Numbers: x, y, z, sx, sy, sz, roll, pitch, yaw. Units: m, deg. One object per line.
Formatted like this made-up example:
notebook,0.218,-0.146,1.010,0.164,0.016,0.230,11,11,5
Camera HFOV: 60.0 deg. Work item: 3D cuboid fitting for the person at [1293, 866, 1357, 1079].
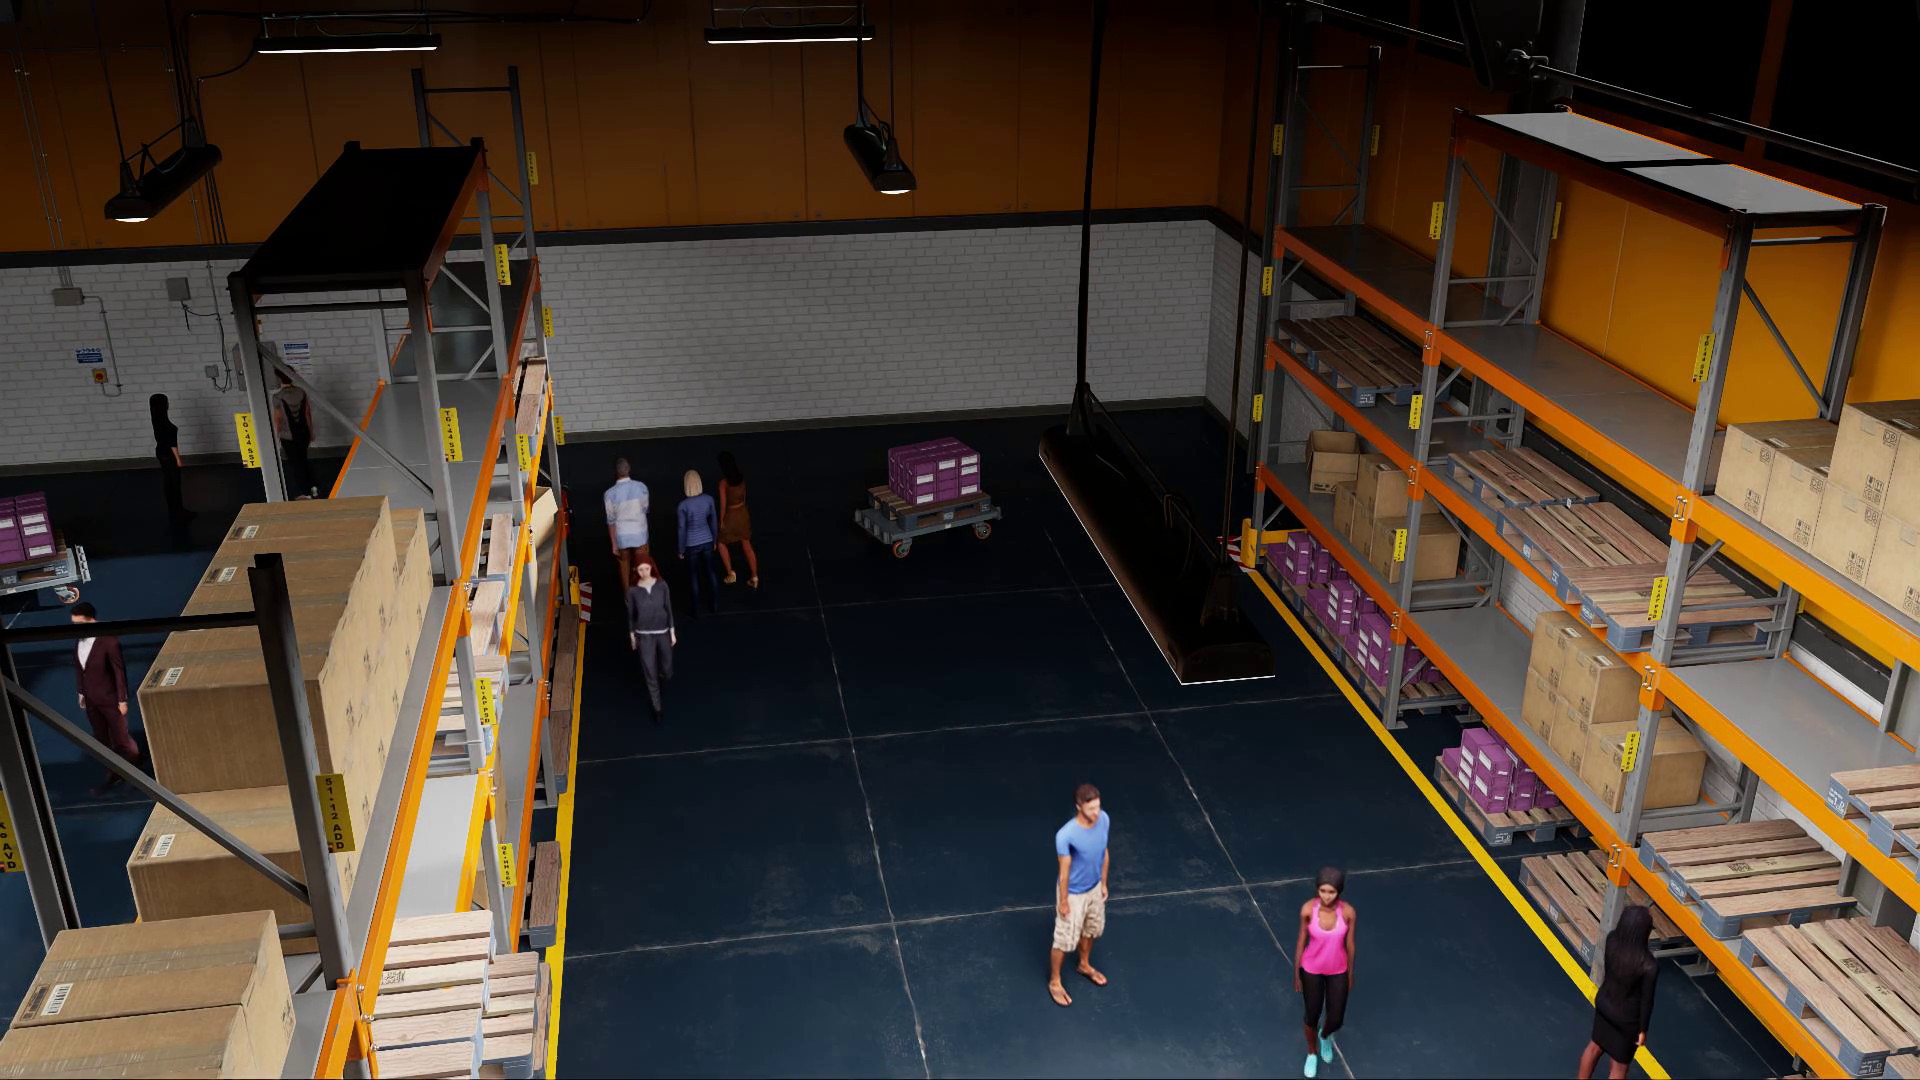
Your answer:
person,2.566,2.991,11.714,0.686,1.709,0.739,5,24,11

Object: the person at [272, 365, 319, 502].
person,-8.501,-1.332,21.382,0.809,1.887,0.741,15,28,30

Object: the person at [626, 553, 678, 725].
person,-3.026,0.920,16.385,0.624,1.762,0.842,-5,24,-11

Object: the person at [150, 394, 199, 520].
person,-10.046,-1.069,21.085,0.632,1.642,0.705,18,29,35

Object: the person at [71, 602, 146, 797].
person,-7.779,1.409,15.138,0.798,1.865,0.816,9,25,21

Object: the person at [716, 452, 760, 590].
person,-2.540,-0.183,19.035,0.842,1.662,0.782,18,30,36

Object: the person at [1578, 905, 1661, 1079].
person,4.454,3.195,11.232,0.700,1.721,0.500,-9,25,-20

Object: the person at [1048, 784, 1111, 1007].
person,0.891,2.596,12.437,0.767,1.853,0.777,-18,29,-35

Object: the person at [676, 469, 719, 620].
person,-2.902,0.034,18.433,0.721,1.745,0.698,-15,28,-31

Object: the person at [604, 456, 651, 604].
person,-3.633,-0.004,18.472,0.707,1.783,1.150,-7,24,-15
